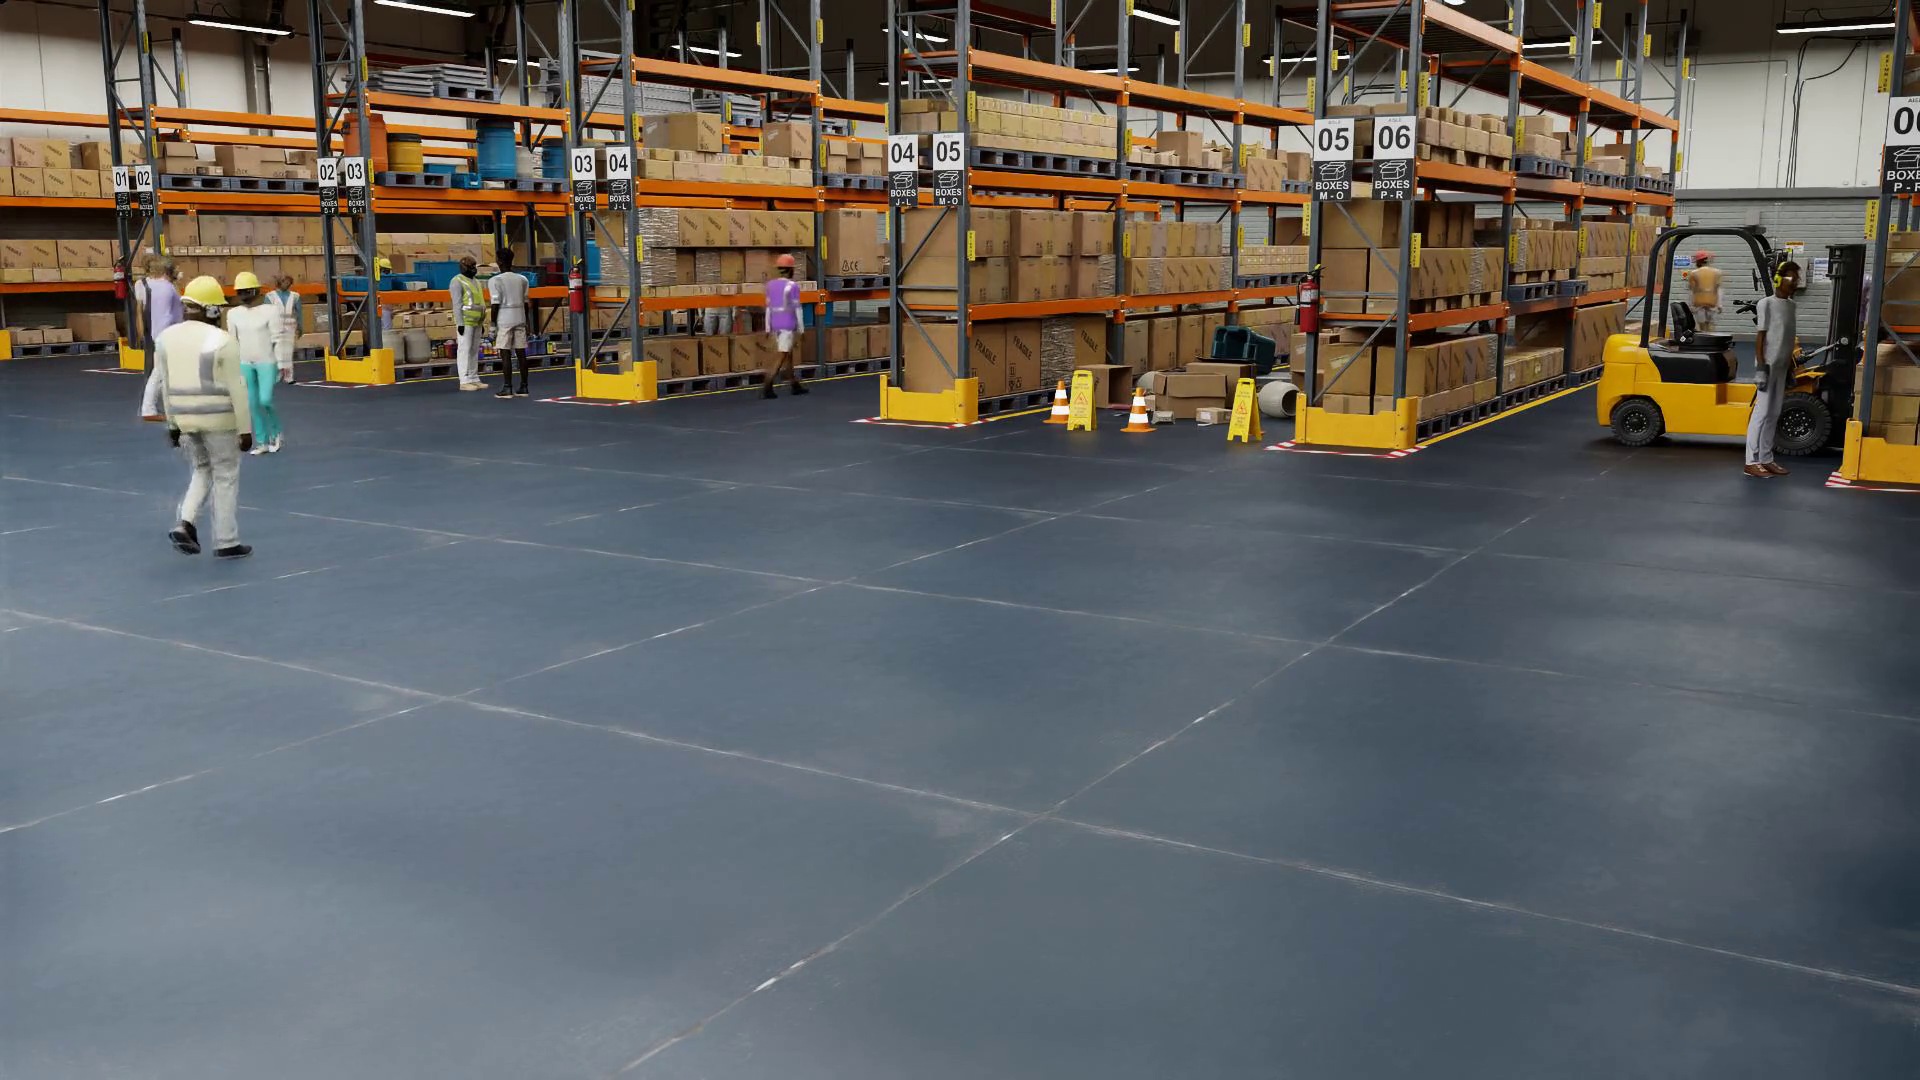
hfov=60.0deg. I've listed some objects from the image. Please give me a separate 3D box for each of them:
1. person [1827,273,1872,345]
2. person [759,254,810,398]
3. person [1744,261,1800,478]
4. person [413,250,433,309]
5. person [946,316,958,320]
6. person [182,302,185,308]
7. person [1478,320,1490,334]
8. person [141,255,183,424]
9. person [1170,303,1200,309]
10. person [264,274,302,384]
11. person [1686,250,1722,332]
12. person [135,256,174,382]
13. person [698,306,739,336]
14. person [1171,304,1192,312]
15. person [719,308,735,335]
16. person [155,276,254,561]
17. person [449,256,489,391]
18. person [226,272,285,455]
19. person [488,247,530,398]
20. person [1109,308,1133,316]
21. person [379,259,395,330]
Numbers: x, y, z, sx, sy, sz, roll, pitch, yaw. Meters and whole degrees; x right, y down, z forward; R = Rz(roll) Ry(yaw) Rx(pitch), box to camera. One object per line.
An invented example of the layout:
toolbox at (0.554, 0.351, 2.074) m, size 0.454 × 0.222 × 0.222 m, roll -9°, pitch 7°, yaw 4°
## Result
person at (12.765, -3.184, 23.872) m, size 0.580 × 1.919 × 0.397 m, roll 5°, pitch 11°, yaw 27°
person at (-2.339, -2.809, 21.866) m, size 0.560 × 1.897 × 0.987 m, roll 8°, pitch 13°, yaw 39°
person at (7.101, -1.482, 14.467) m, size 0.519 × 1.873 × 0.328 m, roll -7°, pitch 12°, yaw -33°
person at (-10.560, -4.745, 32.710) m, size 0.574 × 1.883 × 0.355 m, roll 6°, pitch 12°, yaw 31°
person at (0.056, -3.016, 22.616) m, size 0.606 × 2.035 × 0.403 m, roll 6°, pitch 12°, yaw 31°
person at (-14.543, -4.255, 30.688) m, size 0.494 × 1.624 × 0.279 m, roll -1°, pitch 10°, yaw -4°
person at (9.853, -4.492, 31.274) m, size 0.564 × 1.892 × 0.643 m, roll -7°, pitch 13°, yaw -36°
person at (-8.775, -2.243, 18.694) m, size 0.988 × 1.882 × 0.646 m, roll -6°, pitch 12°, yaw -31°
person at (4.363, -4.617, 32.010) m, size 0.550 × 1.875 × 0.659 m, roll -10°, pitch 14°, yaw -43°
person at (-9.817, -3.044, 24.028) m, size 0.602 × 1.577 × 0.896 m, roll -6°, pitch 12°, yaw -31°
person at (13.285, -4.224, 29.777) m, size 0.594 × 1.885 × 0.832 m, roll 0°, pitch 10°, yaw 3°
person at (-10.941, -2.938, 22.693) m, size 0.506 × 1.846 × 0.349 m, roll -9°, pitch 14°, yaw -42°
person at (-3.666, -3.428, 25.222) m, size 0.629 × 1.932 × 0.373 m, roll 0°, pitch 10°, yaw 0°
person at (4.048, -4.297, 30.698) m, size 0.487 × 1.692 × 0.884 m, roll 6°, pitch 12°, yaw 31°
person at (-3.910, -3.680, 27.476) m, size 0.383 × 1.624 × 0.502 m, roll -9°, pitch 14°, yaw -41°
person at (-4.761, -0.755, 10.546) m, size 0.617 × 1.816 × 0.439 m, roll 3°, pitch 11°, yaw 17°
person at (-6.771, -2.992, 23.006) m, size 0.429 × 1.845 × 0.621 m, roll 2°, pitch 10°, yaw 13°
person at (-6.725, -1.675, 15.881) m, size 0.545 × 1.750 × 0.399 m, roll 1°, pitch 10°, yaw 5°
person at (-5.915, -2.843, 21.821) m, size 0.368 × 1.966 × 0.603 m, roll 8°, pitch 13°, yaw 38°
person at (2.943, -4.259, 30.512) m, size 0.532 × 1.696 × 0.319 m, roll 7°, pitch 12°, yaw 35°
person at (-9.753, -3.888, 28.250) m, size 0.317 × 1.765 × 0.522 m, roll -10°, pitch 14°, yaw -44°
